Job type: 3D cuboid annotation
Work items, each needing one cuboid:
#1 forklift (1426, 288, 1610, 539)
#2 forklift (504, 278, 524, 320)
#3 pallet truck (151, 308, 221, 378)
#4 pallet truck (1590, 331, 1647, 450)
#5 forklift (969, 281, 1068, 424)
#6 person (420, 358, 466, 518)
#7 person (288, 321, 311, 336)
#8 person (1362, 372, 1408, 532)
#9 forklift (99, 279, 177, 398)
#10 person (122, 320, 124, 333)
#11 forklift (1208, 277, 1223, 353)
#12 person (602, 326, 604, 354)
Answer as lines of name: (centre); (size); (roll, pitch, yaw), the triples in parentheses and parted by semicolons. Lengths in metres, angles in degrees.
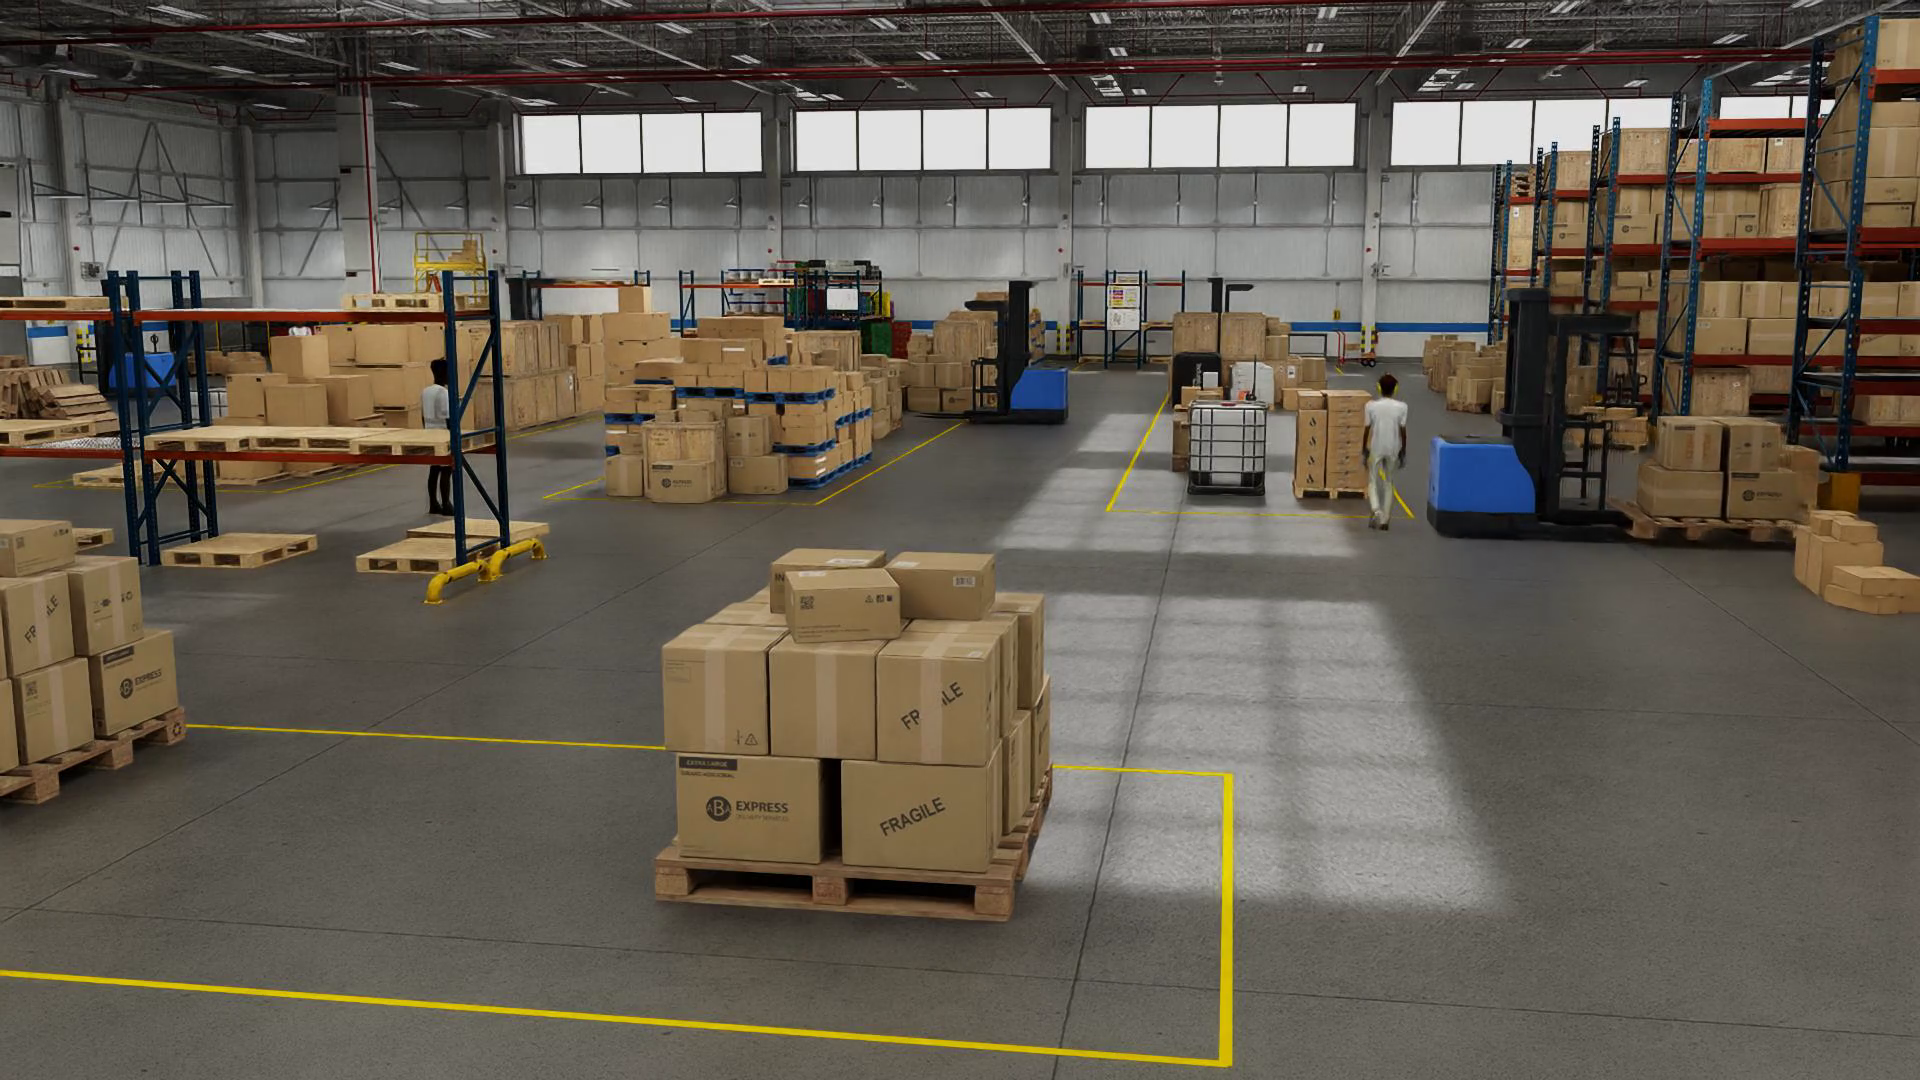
forklift: (6.408, -1.476, 19.017); (1.873, 2.768, 1.129); (1, 9, 9)
forklift: (-11.968, -5.673, 44.904); (1.873, 2.768, 1.129); (-3, 10, -19)
pallet truck: (-21.869, -5.598, 47.154); (0.823, 1.965, 1.885); (4, 10, 26)
pallet truck: (11.253, -2.573, 28.499); (0.823, 1.965, 1.885); (5, 10, 27)
forklift: (1.194, -3.753, 33.059); (1.873, 2.768, 1.129); (1, 9, 9)
person: (-6.370, -1.249, 20.435); (0.614, 1.962, 0.366); (8, 12, 41)
person: (-17.210, -4.928, 43.416); (0.596, 1.864, 0.512); (-4, 10, -26)
person: (4.928, -1.010, 19.275); (0.502, 1.861, 0.437); (2, 9, 13)
forklift: (-19.606, -4.720, 39.027); (1.873, 2.768, 1.129); (1, 9, 9)
person: (-25.900, -6.096, 51.361); (0.316, 1.629, 0.509); (0, 9, -3)
forklift: (7.444, -6.244, 48.423); (1.873, 2.768, 1.129); (1, 9, 9)
person: (-9.527, -5.097, 44.433); (0.818, 1.891, 0.616); (-3, 10, -19)
